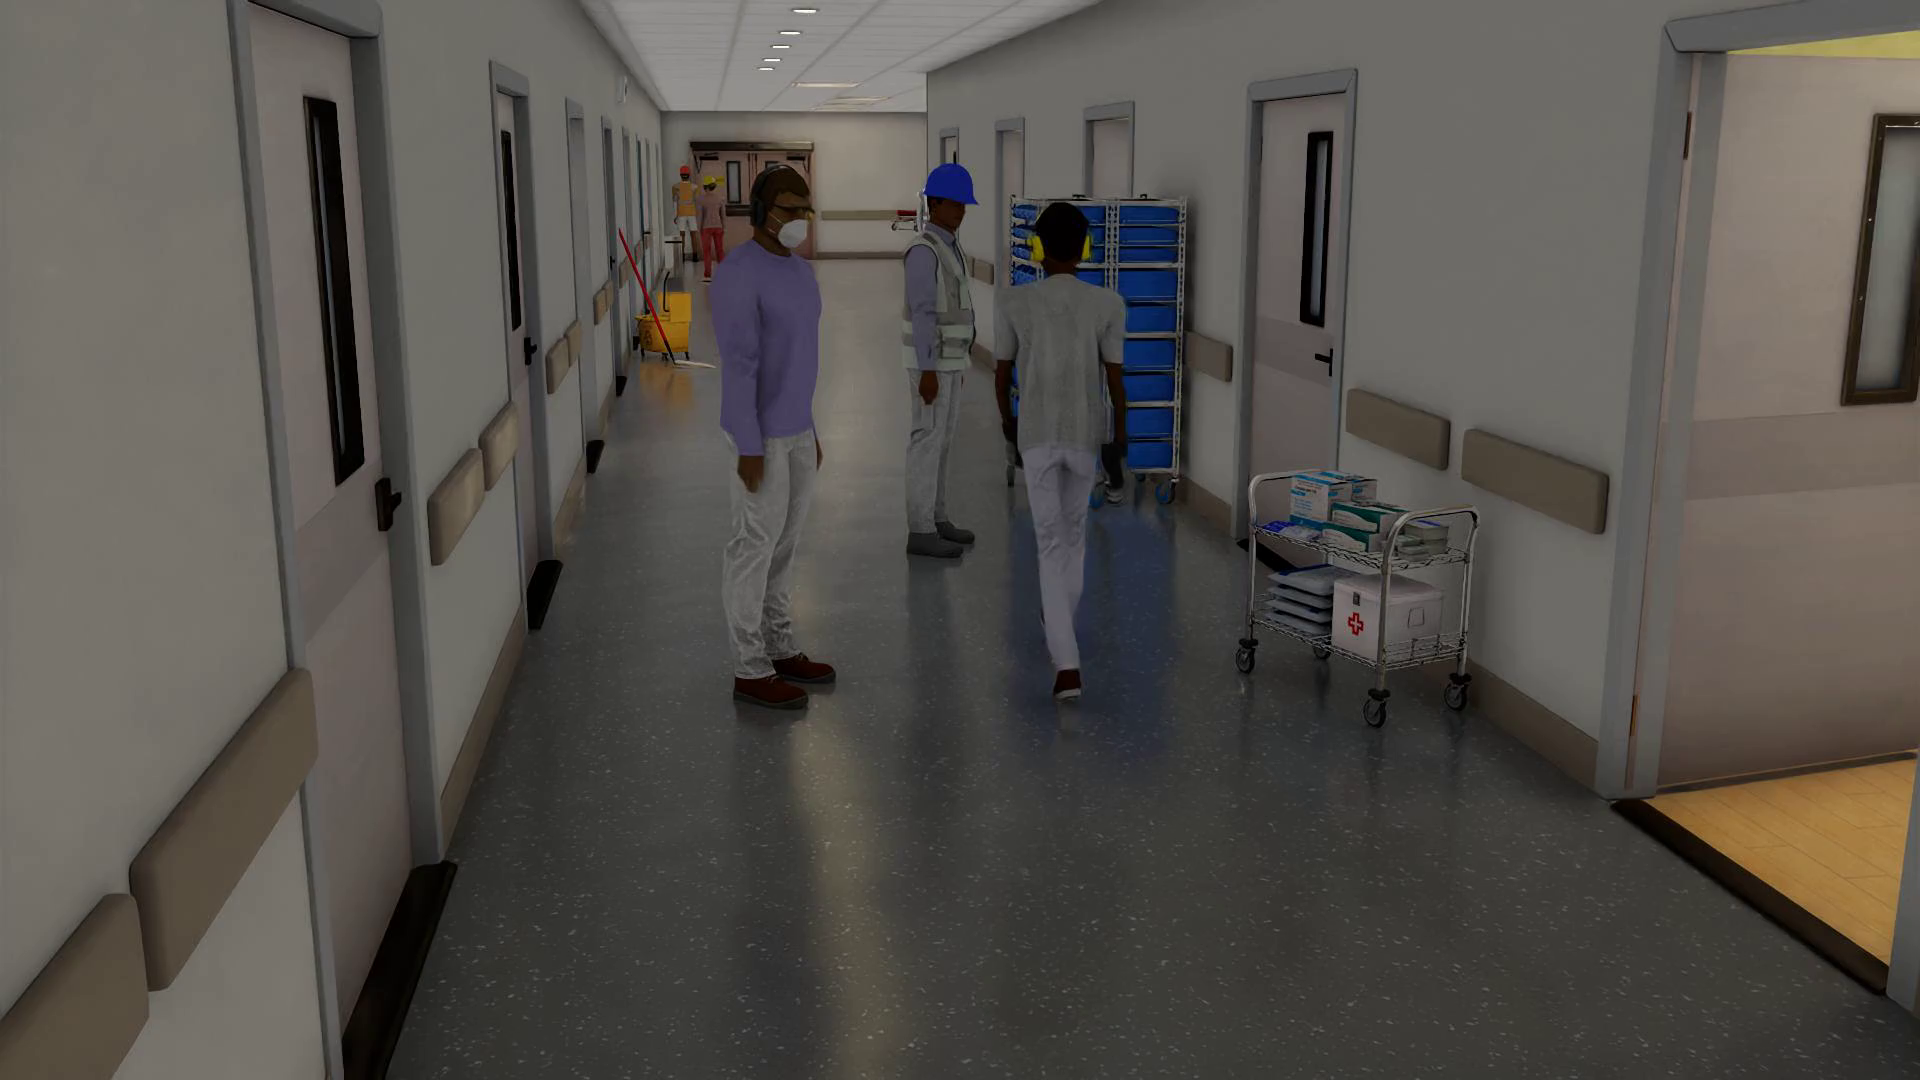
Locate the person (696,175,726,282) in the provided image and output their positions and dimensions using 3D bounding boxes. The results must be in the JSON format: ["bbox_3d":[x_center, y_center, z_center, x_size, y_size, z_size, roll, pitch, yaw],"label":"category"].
[{"bbox_3d":[-4.183,-5.222,27.947,0.525,1.772,0.305,-7,15,-29],"label":"person"}]

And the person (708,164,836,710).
[{"bbox_3d":[-0.670,-0.372,6.040,0.375,1.936,0.627,4,13,18],"label":"person"}]

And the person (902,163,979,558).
[{"bbox_3d":[-0.095,-0.894,8.338,0.404,1.939,0.615,3,13,13],"label":"person"}]

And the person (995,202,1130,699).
[{"bbox_3d":[0.380,-0.347,6.262,0.481,1.808,1.058,-1,13,-6],"label":"person"}]

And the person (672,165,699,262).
[{"bbox_3d":[-5.537,-6.591,33.651,0.545,1.938,0.358,-3,13,-13],"label":"person"}]
